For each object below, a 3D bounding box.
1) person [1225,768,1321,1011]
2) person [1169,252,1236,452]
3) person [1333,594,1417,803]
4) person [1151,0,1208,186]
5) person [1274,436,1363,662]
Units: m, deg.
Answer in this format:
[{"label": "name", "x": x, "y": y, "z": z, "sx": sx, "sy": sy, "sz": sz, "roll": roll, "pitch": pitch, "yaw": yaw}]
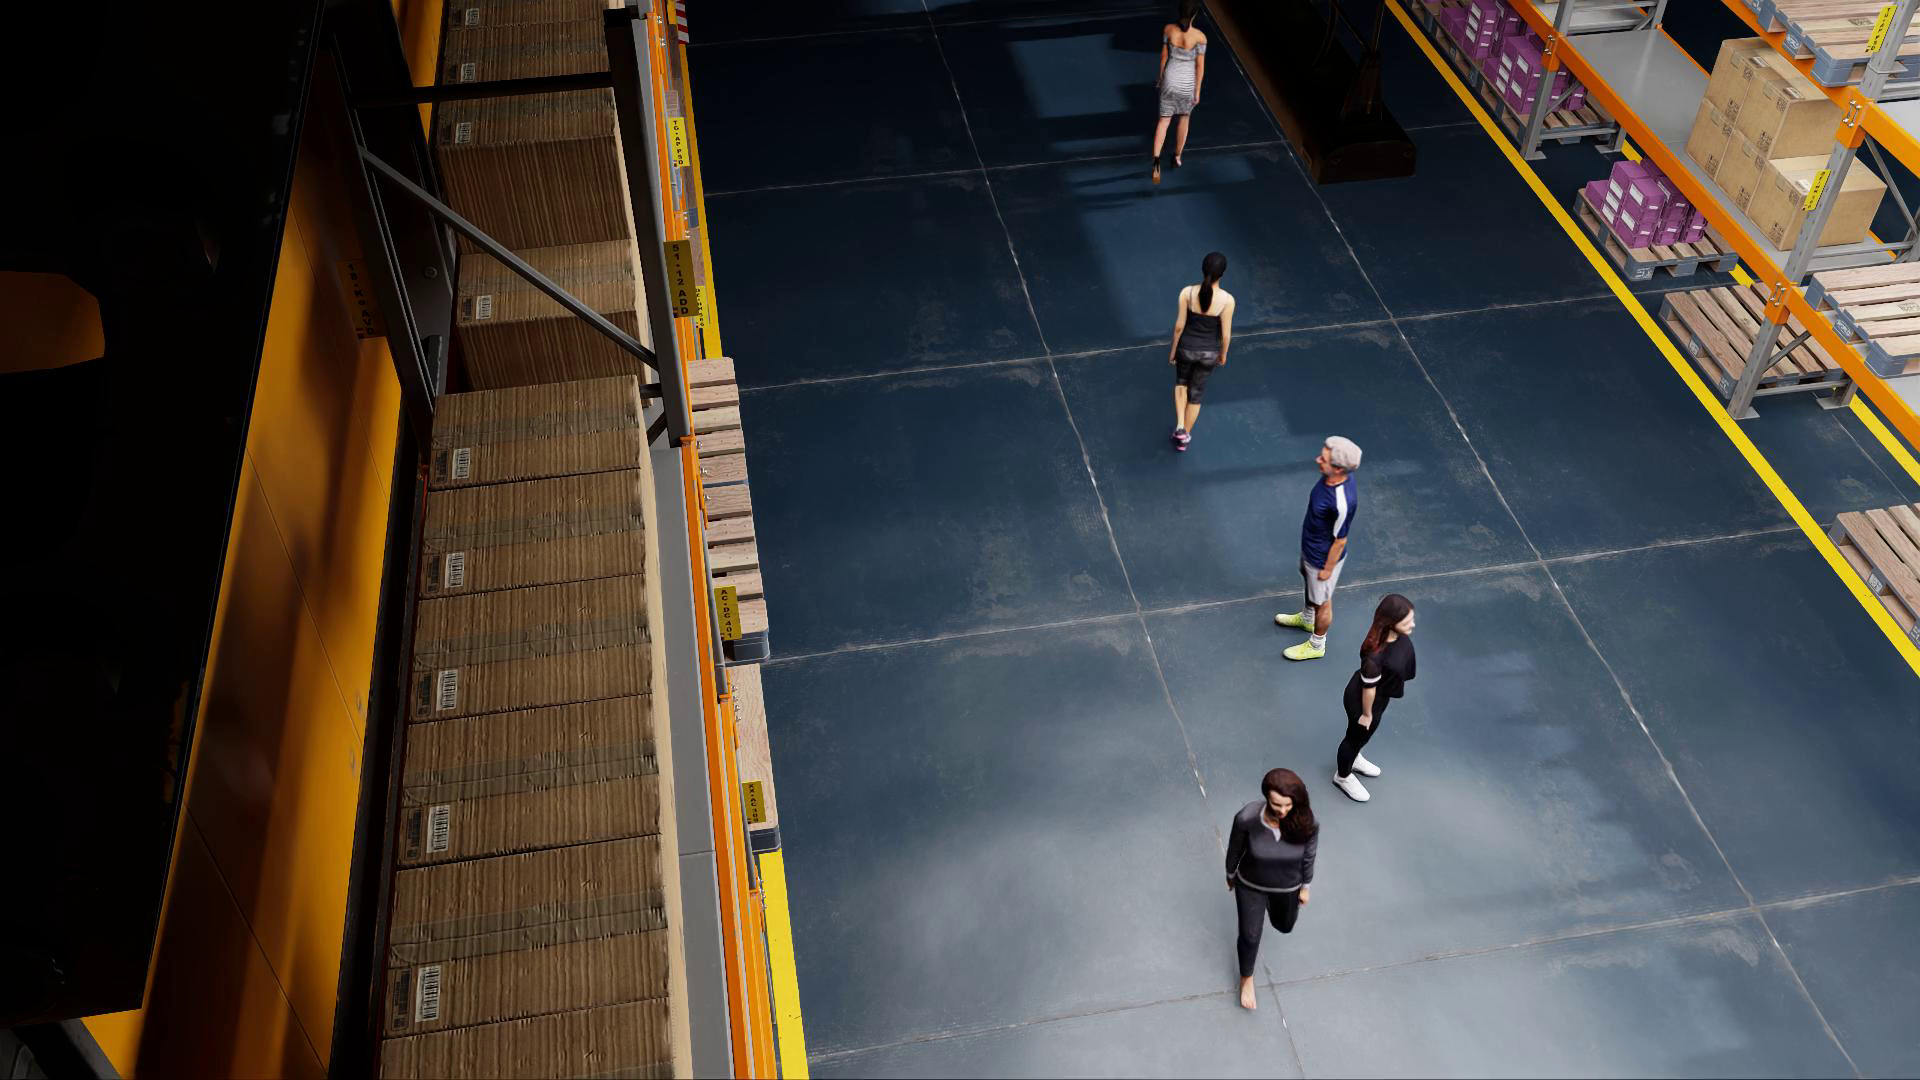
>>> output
[{"label": "person", "x": 1.680, "y": 1.784, "z": 9.074, "sx": 0.729, "sy": 1.751, "sz": 1.013, "roll": 1, "pitch": 44, "yaw": 1}, {"label": "person", "x": 1.760, "y": -1.331, "z": 12.371, "sx": 0.678, "sy": 1.713, "sz": 0.702, "roll": 8, "pitch": 44, "yaw": 8}, {"label": "person", "x": 2.496, "y": 0.922, "z": 10.060, "sx": 0.773, "sy": 1.639, "sz": 0.702, "roll": 22, "pitch": 48, "yaw": 21}, {"label": "person", "x": 1.954, "y": -4.063, "z": 15.177, "sx": 0.953, "sy": 1.799, "sz": 1.104, "roll": 18, "pitch": 46, "yaw": 18}, {"label": "person", "x": 2.374, "y": 0.044, "z": 10.838, "sx": 0.729, "sy": 1.838, "sz": 0.547, "roll": 0, "pitch": 44, "yaw": 0}]
